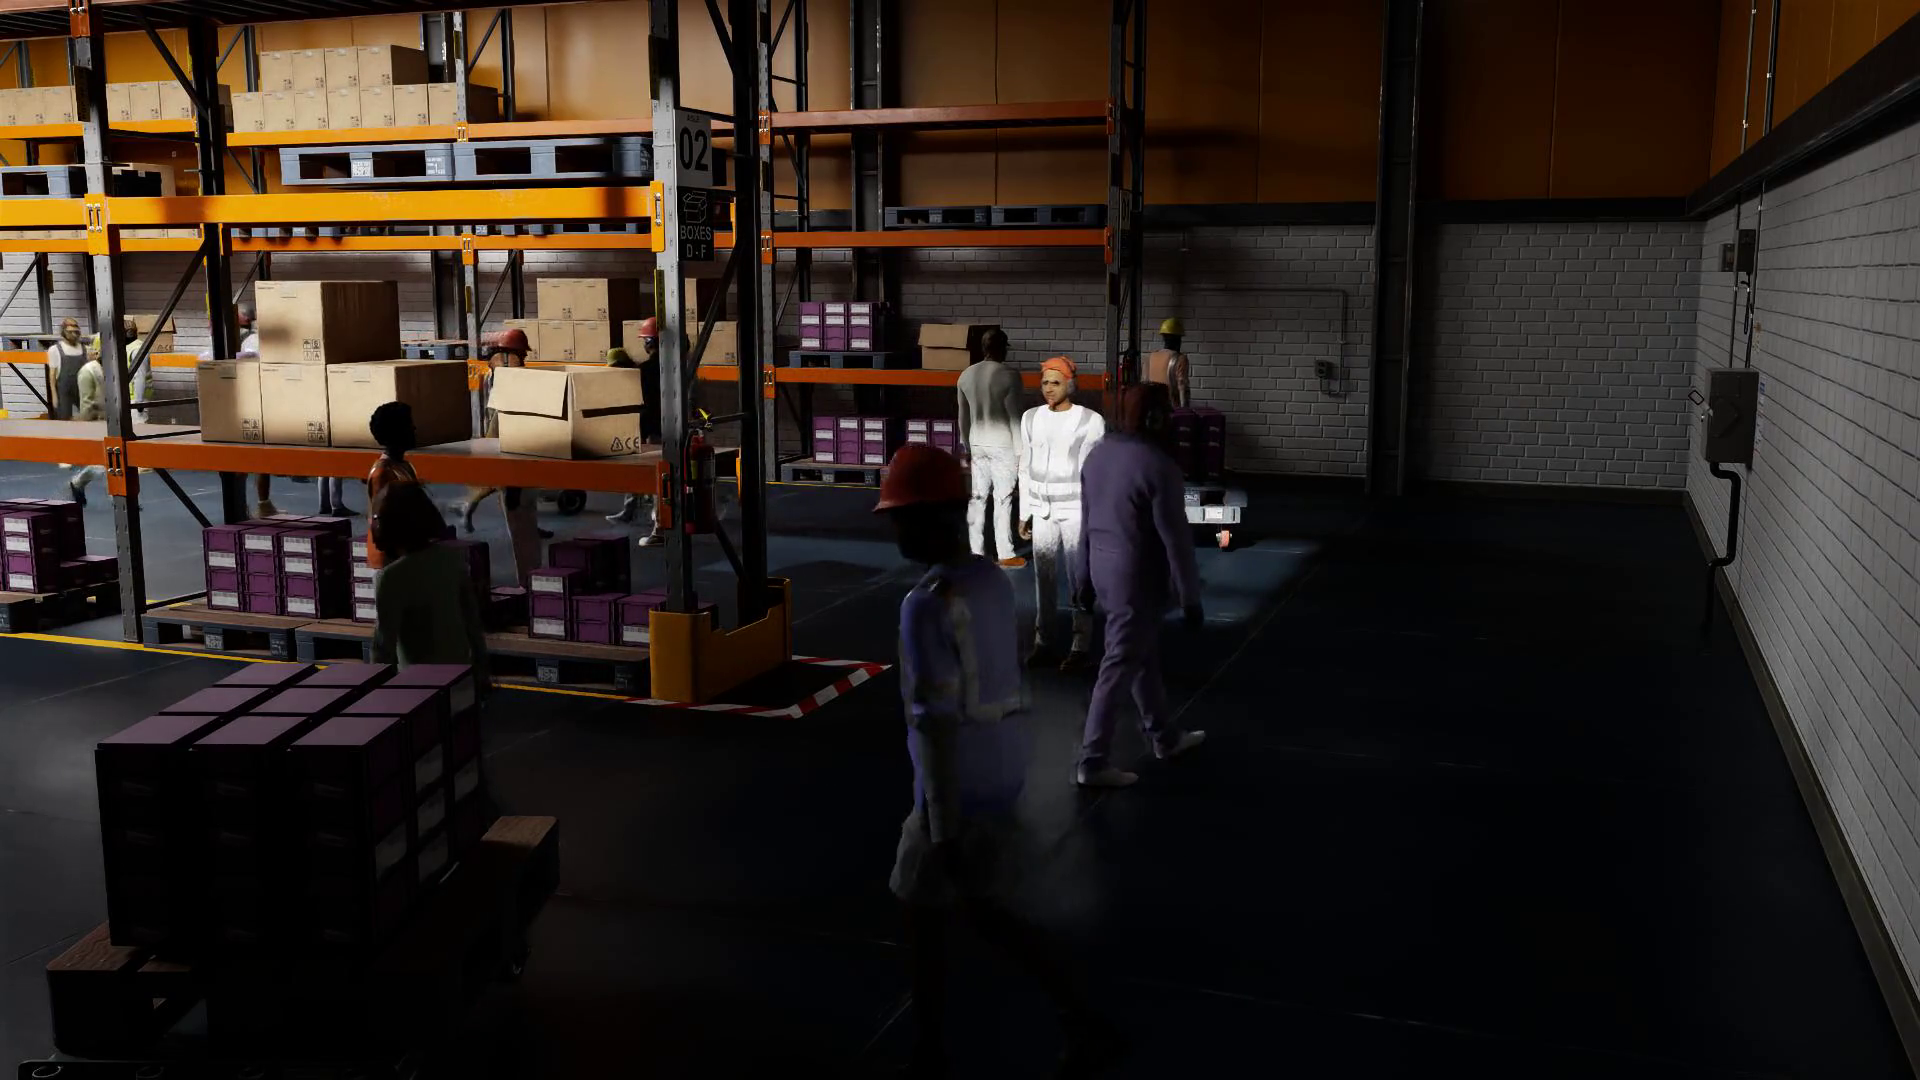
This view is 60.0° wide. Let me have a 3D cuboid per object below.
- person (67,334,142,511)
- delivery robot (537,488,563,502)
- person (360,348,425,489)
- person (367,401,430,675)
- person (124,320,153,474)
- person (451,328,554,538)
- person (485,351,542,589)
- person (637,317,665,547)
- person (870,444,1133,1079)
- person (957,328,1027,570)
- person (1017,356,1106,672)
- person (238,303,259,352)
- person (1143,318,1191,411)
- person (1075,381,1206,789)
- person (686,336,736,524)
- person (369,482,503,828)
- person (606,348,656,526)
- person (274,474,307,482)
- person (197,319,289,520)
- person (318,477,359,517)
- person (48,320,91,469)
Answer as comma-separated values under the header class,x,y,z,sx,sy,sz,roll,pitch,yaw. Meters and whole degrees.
class,x,y,z,sx,sy,sz,roll,pitch,yaw
person,-8.543,-1.168,16.538,0.630,1.811,0.595,2,9,13
delivery robot,-4.089,-0.579,16.453,0.707,0.478,0.477,-2,9,-12
person,-4.402,-0.622,13.011,0.601,1.831,0.404,-5,10,-27
person,-2.960,0.115,8.805,0.315,1.698,0.541,-1,9,-8
person,-9.832,-1.698,19.785,0.429,1.837,0.624,-7,12,-38
person,-4.124,-0.942,14.844,0.861,1.903,0.559,0,9,-1
person,-3.092,-0.390,11.563,0.429,1.836,0.629,-2,9,-12
person,-2.613,-0.935,14.471,0.395,1.993,0.614,5,10,28
person,0.075,0.684,4.615,0.734,1.899,0.552,5,10,30
person,0.269,-0.727,13.341,0.627,1.941,0.371,7,11,37
person,0.602,-0.155,9.956,0.578,1.875,0.350,6,11,34
person,-8.643,-1.877,20.244,0.701,2.000,0.556,1,9,7
person,2.121,-1.276,16.832,0.387,1.922,0.594,-7,11,-37
person,0.900,0.202,7.736,0.933,1.862,0.676,-5,10,-27
person,-2.439,-0.987,15.260,0.586,1.856,0.522,-3,9,-18
person,-2.060,0.563,6.345,0.878,1.569,0.514,2,9,14
person,-3.072,-0.980,15.729,0.521,1.674,0.768,5,10,28
person,-7.788,-1.616,19.091,1.020,1.884,0.560,8,12,41
person,-6.854,-1.156,15.851,0.719,2.009,0.386,-1,9,-8
person,-6.121,-1.111,16.335,0.350,1.758,0.522,-9,13,-43
person,-10.797,-1.769,20.292,0.486,1.819,0.568,7,12,39
